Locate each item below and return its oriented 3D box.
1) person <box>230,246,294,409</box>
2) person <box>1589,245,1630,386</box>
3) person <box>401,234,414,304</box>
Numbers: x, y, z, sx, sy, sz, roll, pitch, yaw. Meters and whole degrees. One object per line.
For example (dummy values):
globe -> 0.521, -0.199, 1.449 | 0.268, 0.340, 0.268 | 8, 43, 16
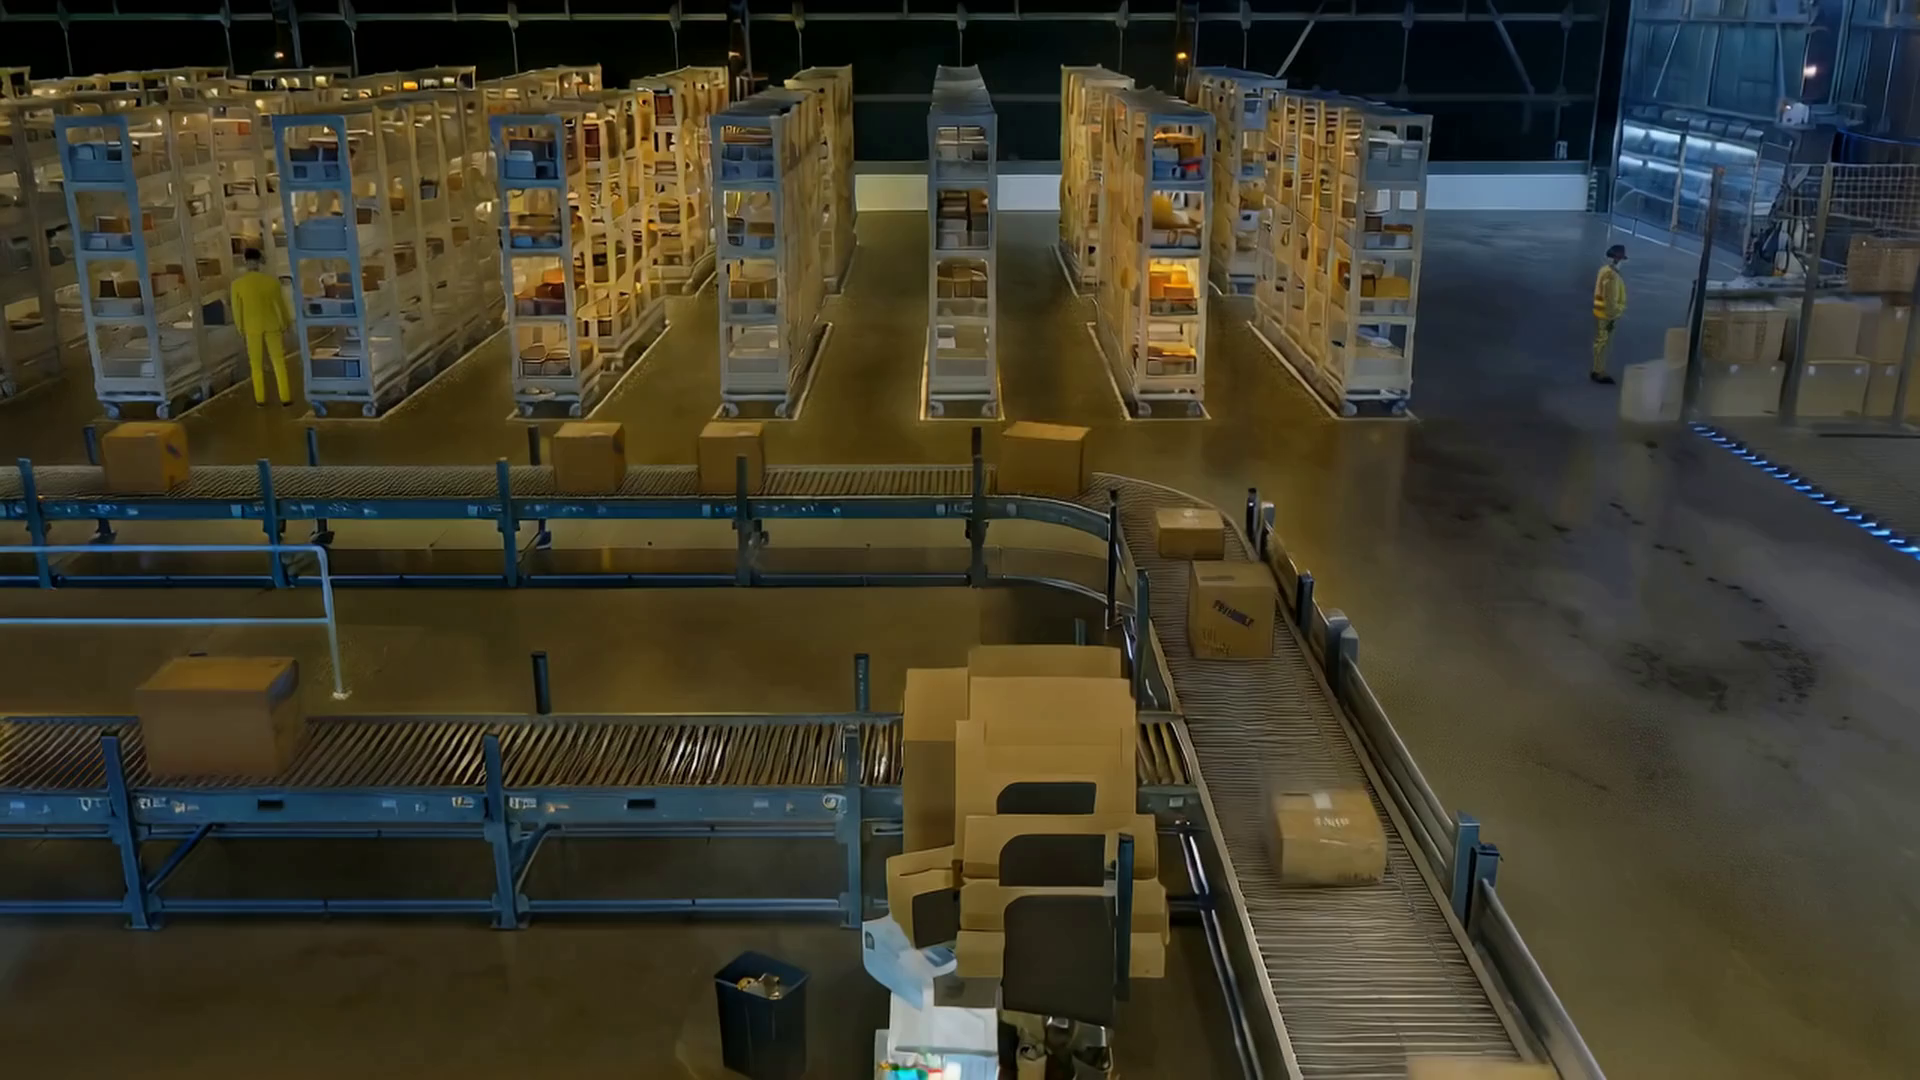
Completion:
person -> -8.585, -2.610, 20.452 | 0.613, 1.994, 0.395 | -7, 19, -21
person -> 8.497, -2.947, 21.769 | 0.403, 1.822, 0.589 | 3, 18, 9
person -> -8.838, -4.575, 26.758 | 0.563, 1.837, 0.389 | -12, 21, -32
